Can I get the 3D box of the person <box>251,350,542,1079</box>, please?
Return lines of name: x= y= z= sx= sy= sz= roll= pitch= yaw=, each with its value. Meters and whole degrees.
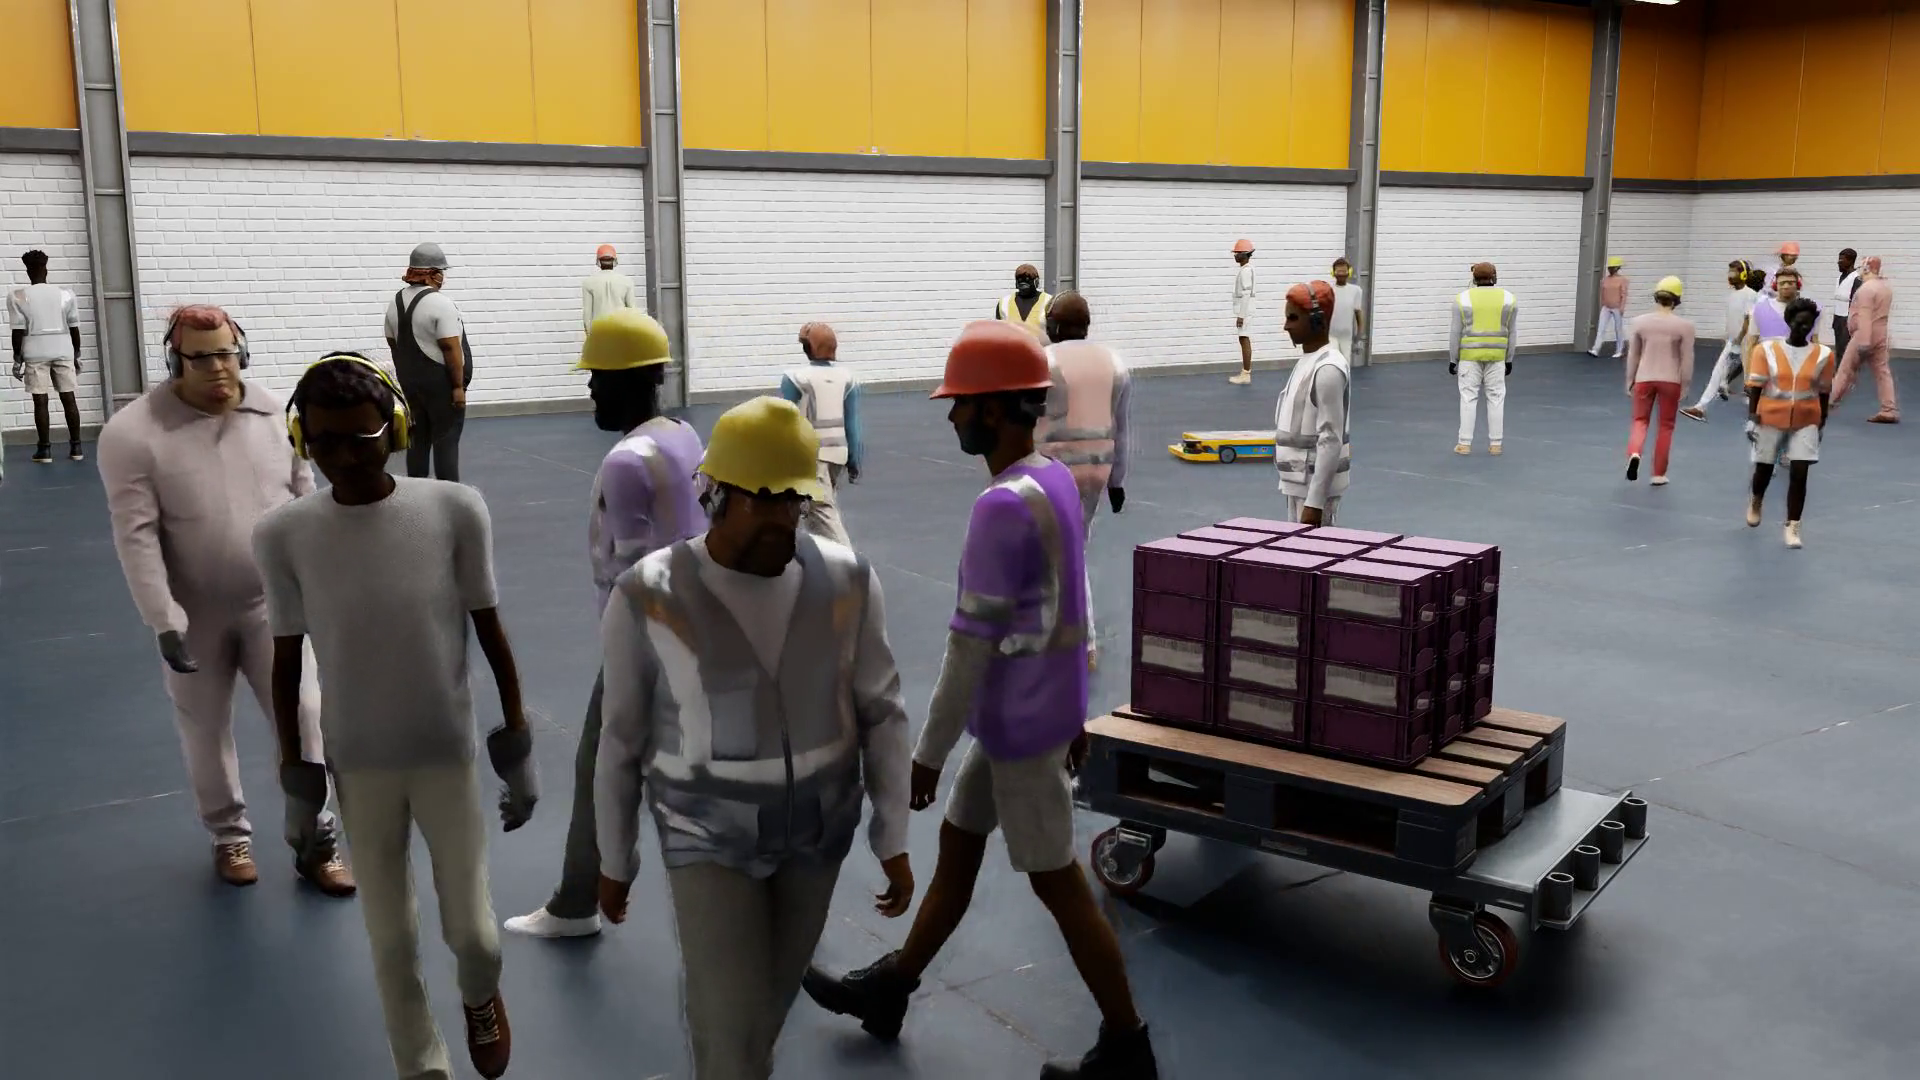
person: x=-1.231 y=0.493 z=3.717 sx=0.568 sy=1.843 sz=0.561 roll=-2 pitch=11 yaw=-11

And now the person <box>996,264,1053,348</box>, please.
person: x=0.589 y=-1.515 z=14.722 sx=0.635 sy=1.842 sz=0.429 roll=3 pitch=11 yaw=14

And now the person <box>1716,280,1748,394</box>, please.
person: x=10.363 y=-2.716 z=21.939 sx=0.695 sy=1.606 sz=0.519 roll=-1 pitch=10 yaw=-6

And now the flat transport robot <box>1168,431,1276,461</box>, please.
flat transport robot: x=2.730 y=-0.892 z=15.619 sx=1.431 sy=0.197 sz=0.652 roll=-1 pitch=10 yaw=-8

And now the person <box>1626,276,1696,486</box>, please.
person: x=5.807 y=-1.310 z=13.835 sx=0.536 sy=1.753 sz=0.477 roll=7 pitch=13 yaw=35

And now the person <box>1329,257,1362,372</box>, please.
person: x=4.415 y=-2.373 z=19.421 sx=0.517 sy=1.851 sz=0.694 roll=1 pitch=10 yaw=6

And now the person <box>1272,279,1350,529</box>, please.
person: x=1.583 y=-0.231 z=7.564 sx=0.356 sy=1.887 sz=0.573 roll=0 pitch=10 yaw=1

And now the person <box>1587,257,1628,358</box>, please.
person: x=11.152 y=-3.971 z=28.504 sx=0.897 sy=1.712 sz=0.547 roll=-9 pitch=13 yaw=-39

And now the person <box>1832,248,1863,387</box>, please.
person: x=12.272 y=-3.063 z=23.007 sx=0.375 sy=1.916 sz=0.592 roll=1 pitch=10 yaw=5

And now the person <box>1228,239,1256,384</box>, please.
person: x=3.994 y=-3.226 z=23.546 sx=0.377 sy=2.045 sz=0.605 roll=2 pitch=11 yaw=13

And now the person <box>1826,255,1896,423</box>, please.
person: x=10.119 y=-2.253 z=18.707 sx=0.664 sy=1.858 sz=1.010 roll=-8 pitch=13 yaw=-37

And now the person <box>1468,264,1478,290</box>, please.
person: x=8.558 y=-3.751 z=27.538 sx=0.310 sy=1.639 sz=0.514 roll=-4 pitch=11 yaw=-23

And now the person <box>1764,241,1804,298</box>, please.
person: x=12.251 y=-3.455 z=24.893 sx=0.620 sy=2.015 sz=0.829 roll=-1 pitch=10 yaw=-4

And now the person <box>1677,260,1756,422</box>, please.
person: x=8.663 y=-2.212 z=18.631 sx=1.014 sy=1.811 sz=0.543 roll=0 pitch=10 yaw=-2

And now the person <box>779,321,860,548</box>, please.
person: x=-0.795 y=-0.475 z=9.708 sx=0.506 sy=1.593 sz=0.885 roll=-10 pitch=14 yaw=-43

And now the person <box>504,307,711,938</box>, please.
person: x=-0.874 y=0.272 z=4.834 sx=0.936 sy=1.892 sz=0.593 roll=2 pitch=11 yaw=13

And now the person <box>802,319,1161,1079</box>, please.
person: x=0.058 y=0.418 z=4.023 sx=0.997 sy=1.877 sz=0.551 roll=2 pitch=11 yaw=12

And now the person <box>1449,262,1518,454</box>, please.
person: x=4.989 y=-1.732 z=15.926 sx=0.624 sy=1.841 sz=0.430 roll=1 pitch=10 yaw=6

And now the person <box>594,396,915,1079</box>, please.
person: x=-0.415 y=0.589 z=3.399 sx=0.618 sy=1.776 sz=0.903 roll=-5 pitch=12 yaw=-26

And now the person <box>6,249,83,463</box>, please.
person: x=-8.449 y=-1.695 z=15.388 sx=0.603 sy=1.959 sz=0.379 roll=-10 pitch=14 yaw=-42

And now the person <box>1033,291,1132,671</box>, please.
person: x=0.449 y=-0.307 z=8.182 sx=0.645 sy=1.800 sz=0.893 roll=-6 pitch=12 yaw=-31

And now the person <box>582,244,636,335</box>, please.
person: x=-4.026 y=-2.401 z=19.157 sx=0.608 sy=1.996 sz=0.376 roll=-3 pitch=11 yaw=-15

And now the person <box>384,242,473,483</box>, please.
person: x=-3.864 y=-1.174 z=12.308 sx=0.688 sy=2.000 sz=0.539 roll=7 pitch=12 yaw=33

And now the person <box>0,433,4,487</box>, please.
person: x=-5.550 y=-0.374 z=9.177 sx=0.522 sy=1.586 sz=0.865 roll=-9 pitch=14 yaw=-40

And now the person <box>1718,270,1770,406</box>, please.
person: x=9.648 y=-2.465 z=20.374 sx=0.493 sy=1.682 sz=0.540 roll=-4 pitch=11 yaw=-22

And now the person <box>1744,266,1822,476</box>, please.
person: x=7.161 y=-1.469 z=14.506 sx=0.587 sy=1.827 sz=0.447 roll=4 pitch=11 yaw=22

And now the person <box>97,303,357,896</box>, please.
person: x=-2.255 y=0.212 z=5.170 sx=0.660 sy=1.873 sz=0.763 roll=-8 pitch=13 yaw=-37

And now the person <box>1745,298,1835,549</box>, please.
person: x=5.613 y=-0.810 z=11.303 sx=0.538 sy=1.673 sz=0.649 roll=3 pitch=11 yaw=17
